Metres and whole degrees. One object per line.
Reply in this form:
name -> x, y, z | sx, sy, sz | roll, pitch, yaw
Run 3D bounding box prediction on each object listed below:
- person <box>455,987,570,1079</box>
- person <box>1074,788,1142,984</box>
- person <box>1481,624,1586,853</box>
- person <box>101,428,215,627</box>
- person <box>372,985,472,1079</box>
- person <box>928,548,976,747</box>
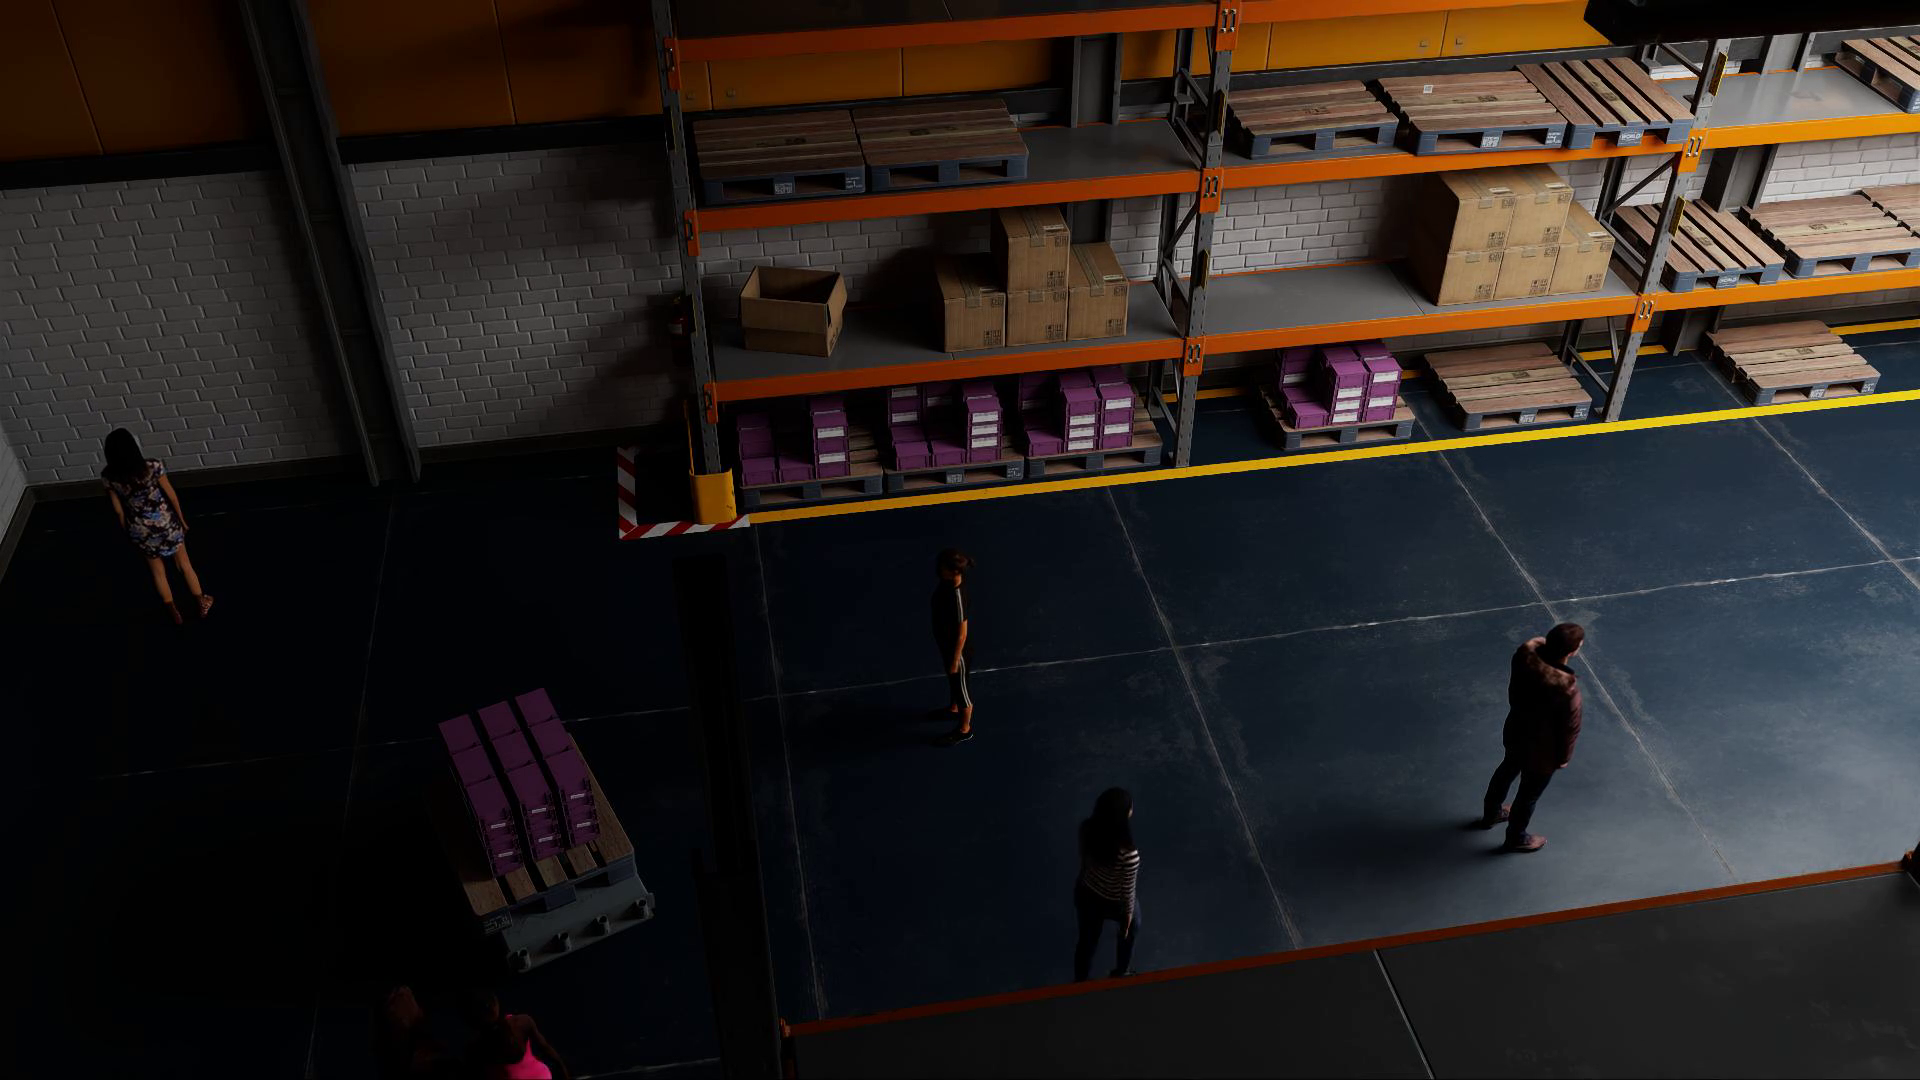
person -> -2.225, 2.937, 8.601 | 1.022, 1.688, 0.946 | -18, 42, -21
person -> 0.760, 2.135, 9.532 | 0.795, 1.780, 0.860 | 26, 45, 29
person -> 3.662, 1.243, 10.593 | 0.747, 1.848, 0.809 | -14, 41, -17
person -> -5.992, -0.088, 12.353 | 0.526, 1.733, 0.689 | -14, 41, -17
person -> -2.749, 2.997, 8.531 | 1.200, 1.682, 0.949 | 8, 39, 10
person -> -0.036, 0.701, 11.415 | 0.510, 1.669, 0.583 | -8, 39, -10
